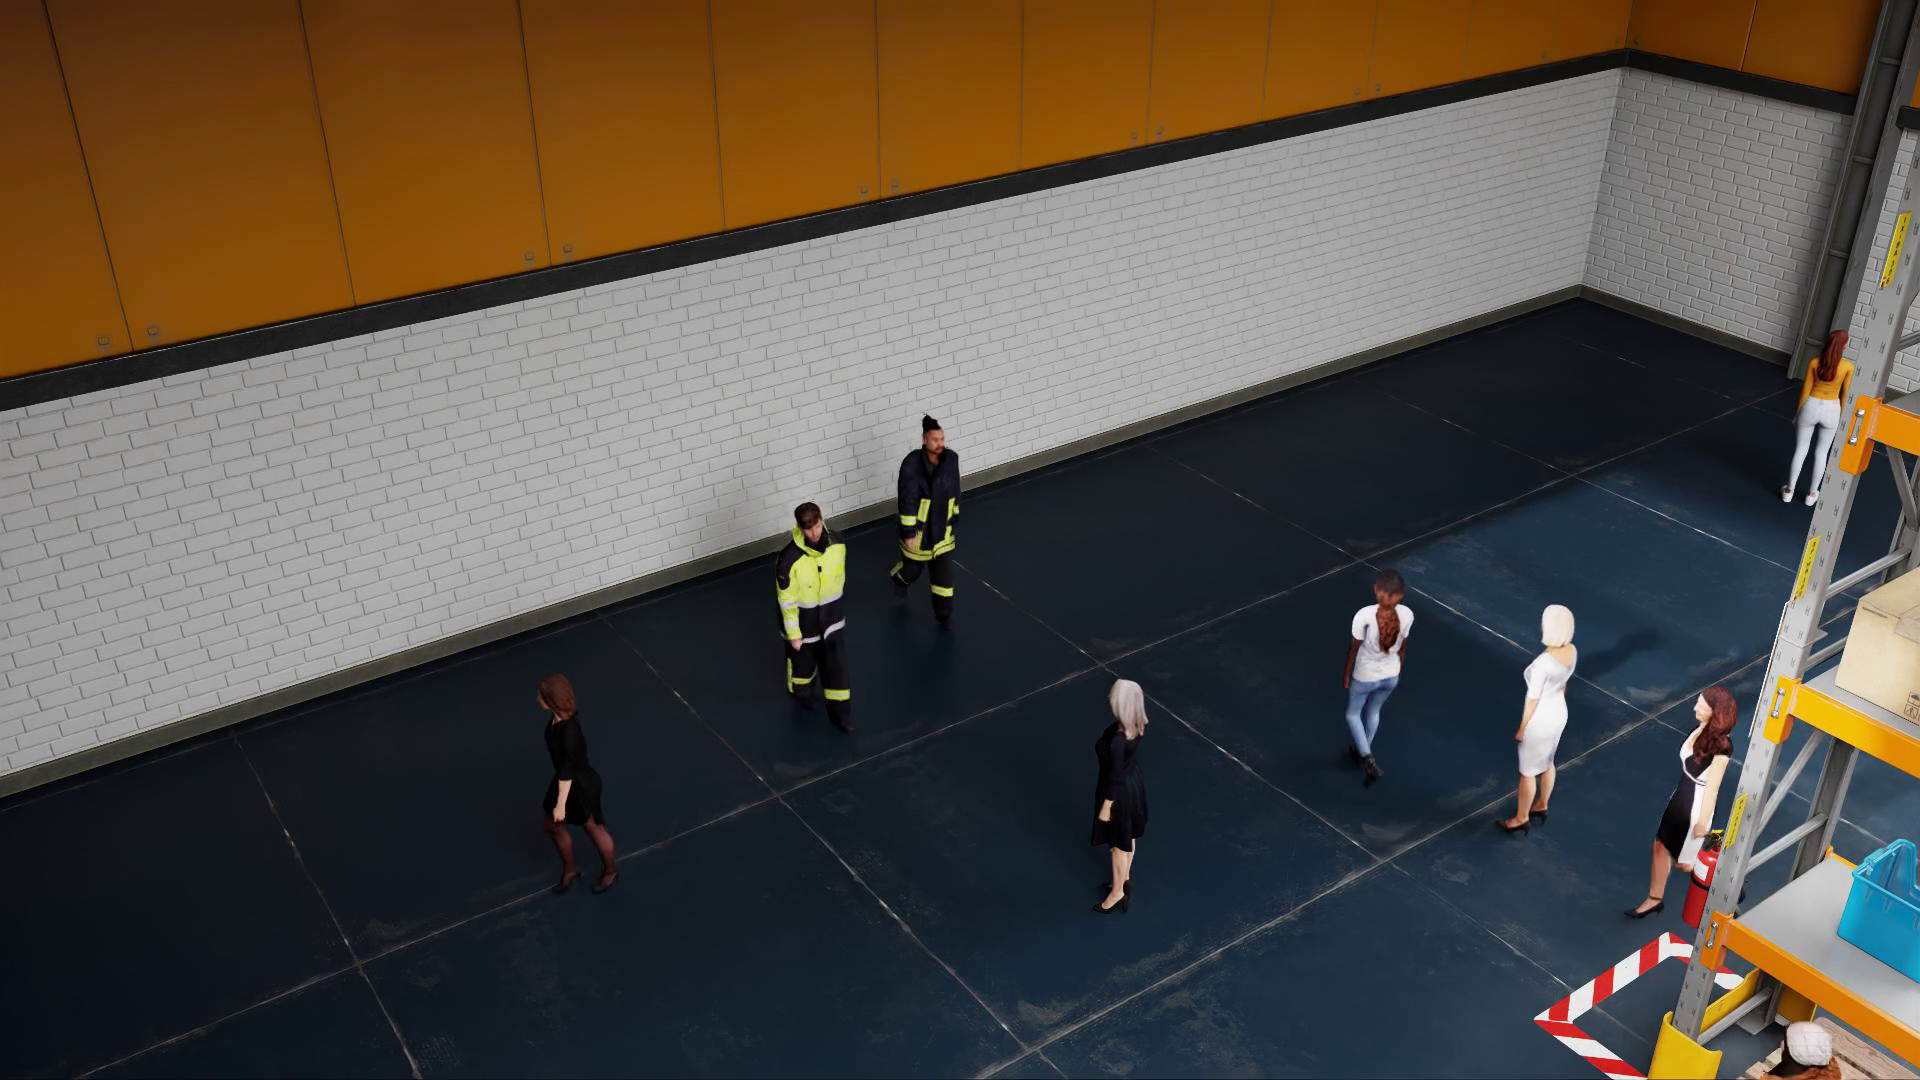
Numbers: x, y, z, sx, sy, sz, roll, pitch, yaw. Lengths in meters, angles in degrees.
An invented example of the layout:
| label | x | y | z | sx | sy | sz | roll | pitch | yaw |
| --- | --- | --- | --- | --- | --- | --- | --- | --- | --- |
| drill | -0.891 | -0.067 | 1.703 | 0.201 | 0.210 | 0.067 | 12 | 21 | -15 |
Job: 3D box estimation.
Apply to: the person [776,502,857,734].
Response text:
| label | x | y | z | sx | sy | sz | roll | pitch | yaw |
| --- | --- | --- | --- | --- | --- | --- | --- | --- | --- |
| person | -1.118 | 0.489 | 12.382 | 0.798 | 1.913 | 1.045 | -22 | 36 | -35 |

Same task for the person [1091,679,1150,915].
| label | x | y | z | sx | sy | sz | roll | pitch | yaw |
| --- | --- | --- | --- | --- | --- | --- | --- | --- | --- |
| person | 1.004 | 1.612 | 10.497 | 0.726 | 1.747 | 0.695 | 11 | 31 | 20 |

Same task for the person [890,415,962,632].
| label | x | y | z | sx | sy | sz | roll | pitch | yaw |
| --- | --- | --- | --- | --- | --- | --- | --- | --- | --- |
| person | -0.304 | -0.186 | 13.707 | 0.878 | 1.829 | 1.131 | -11 | 31 | -20 |

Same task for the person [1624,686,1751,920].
| label | x | y | z | sx | sy | sz | roll | pitch | yaw |
| --- | --- | --- | --- | --- | --- | --- | --- | --- | --- |
| person | 4.622 | 1.693 | 10.318 | 0.995 | 1.778 | 0.979 | 2 | 29 | 4 |

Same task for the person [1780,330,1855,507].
| label | x | y | z | sx | sy | sz | roll | pitch | yaw |
| --- | --- | --- | --- | --- | --- | --- | --- | --- | --- |
| person | 8.042 | -1.154 | 15.564 | 0.640 | 1.751 | 0.737 | 14 | 32 | 25 |

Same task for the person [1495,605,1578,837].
| label | x | y | z | sx | sy | sz | roll | pitch | yaw |
| --- | --- | --- | --- | --- | --- | --- | --- | --- | --- |
| person | 3.937 | 1.220 | 11.216 | 0.575 | 1.748 | 0.529 | -22 | 35 | -34 |

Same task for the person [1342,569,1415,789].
| label | x | y | z | sx | sy | sz | roll | pitch | yaw |
| --- | --- | --- | --- | --- | --- | --- | --- | --- | --- |
| person | 2.940 | 0.992 | 11.678 | 0.831 | 1.705 | 1.001 | -6 | 29 | -11 |

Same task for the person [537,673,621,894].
| label | x | y | z | sx | sy | sz | roll | pitch | yaw |
| --- | --- | --- | --- | --- | --- | --- | --- | --- | --- |
| person | -2.365 | 1.564 | 10.647 | 0.691 | 1.687 | 0.617 | -16 | 33 | -27 |
